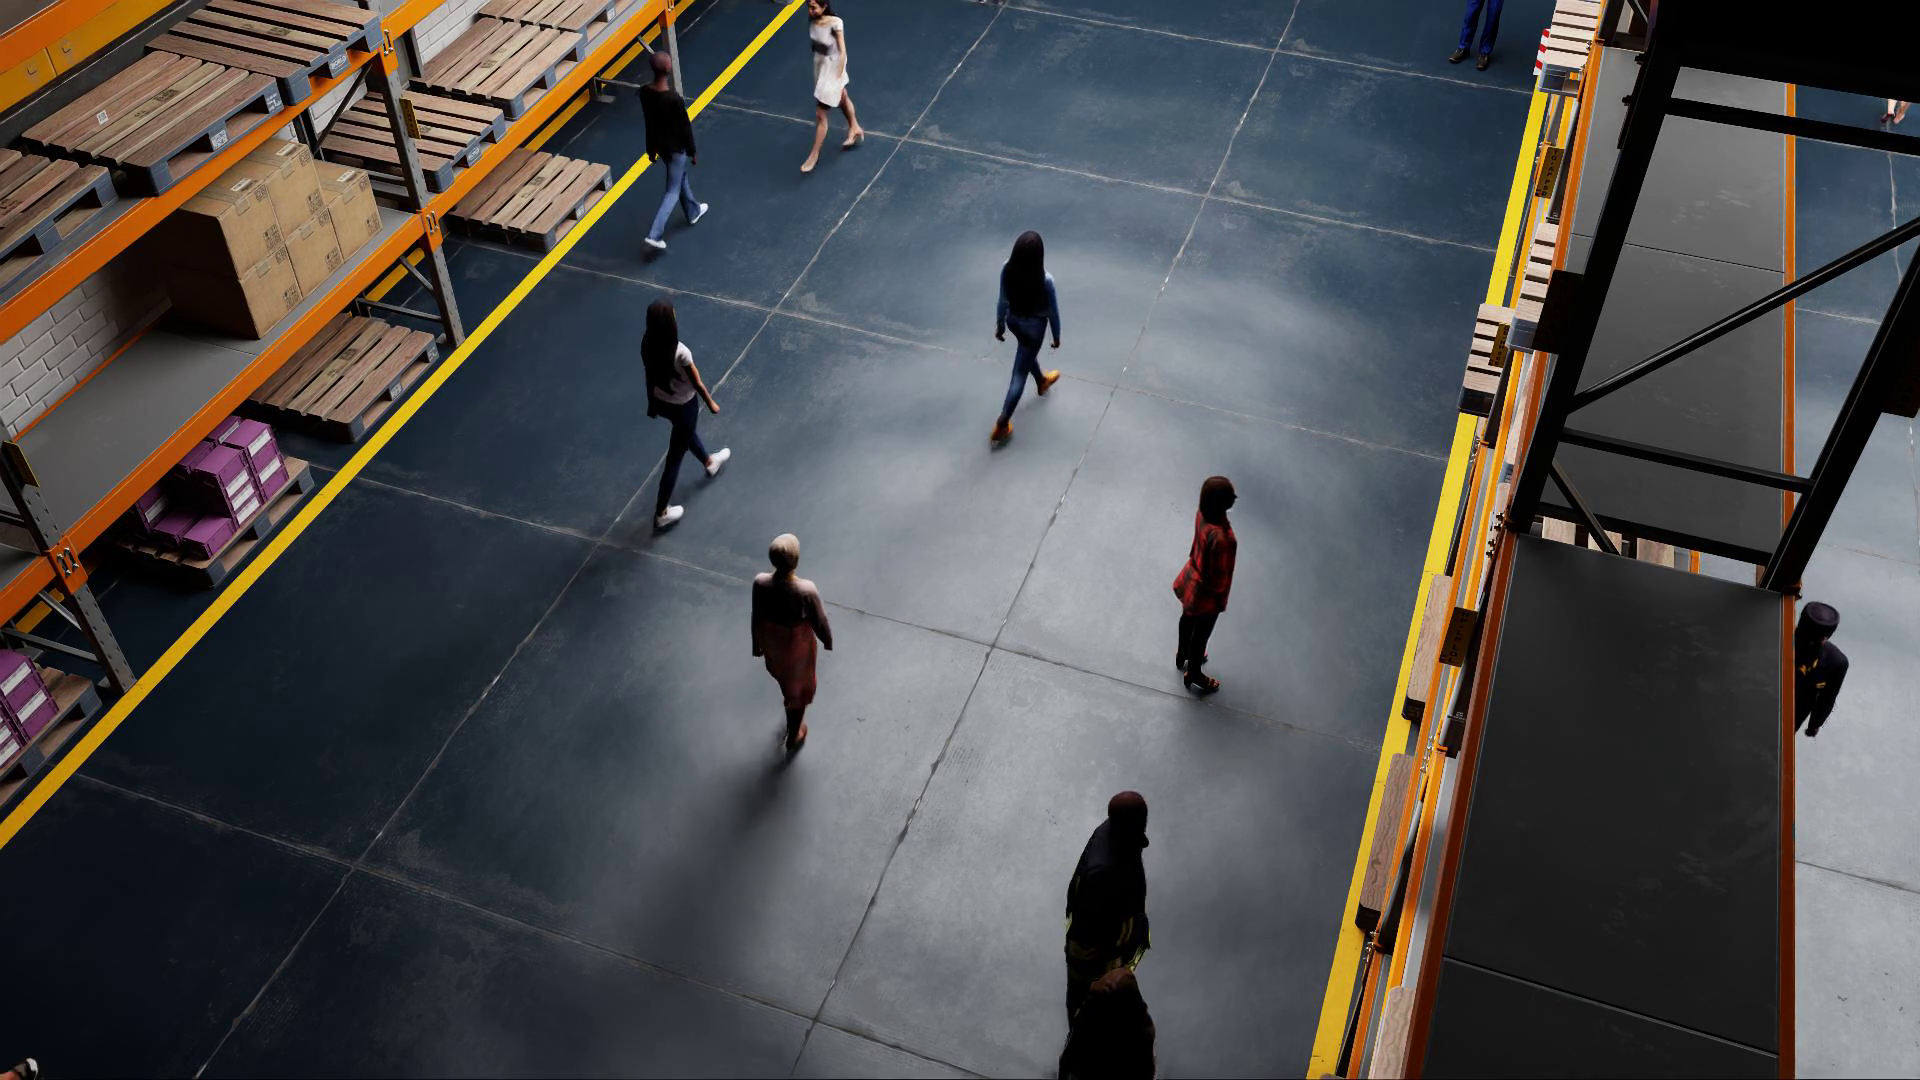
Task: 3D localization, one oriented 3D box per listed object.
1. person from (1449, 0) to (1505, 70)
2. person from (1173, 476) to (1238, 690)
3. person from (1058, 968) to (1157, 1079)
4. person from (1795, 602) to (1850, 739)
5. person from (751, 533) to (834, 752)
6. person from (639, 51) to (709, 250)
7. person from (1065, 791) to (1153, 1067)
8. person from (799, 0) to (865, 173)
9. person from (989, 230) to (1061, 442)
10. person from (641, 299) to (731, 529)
[{"bbox_3d":[5.309,-5.650,16.573,0.734,1.886,0.686,22,48,22],"label":"person"},{"bbox_3d":[1.553,0.258,10.504,0.758,1.703,0.646,-5,44,-5],"label":"person"},{"bbox_3d":[0.762,2.514,8.118,0.616,1.727,0.699,12,45,13],"label":"person"},{"bbox_3d":[4.788,0.982,9.766,0.728,1.674,0.650,19,47,19],"label":"person"},{"bbox_3d":[-1.062,0.689,10.071,0.655,1.677,0.713,10,45,11],"label":"person"},{"bbox_3d":[-2.524,-3.301,14.232,0.720,1.715,1.180,21,47,20],"label":"person"},{"bbox_3d":[0.693,2.013,8.600,0.929,1.790,0.658,28,50,26],"label":"person"},{"bbox_3d":[-1.119,-4.251,15.229,1.178,1.715,0.918,-32,52,-29],"label":"person"},{"bbox_3d":[0.449,-1.488,12.368,0.838,1.660,1.270,25,49,24],"label":"person"},{"bbox_3d":[-2.038,-0.841,11.643,0.855,1.725,1.205,28,50,27],"label":"person"}]
